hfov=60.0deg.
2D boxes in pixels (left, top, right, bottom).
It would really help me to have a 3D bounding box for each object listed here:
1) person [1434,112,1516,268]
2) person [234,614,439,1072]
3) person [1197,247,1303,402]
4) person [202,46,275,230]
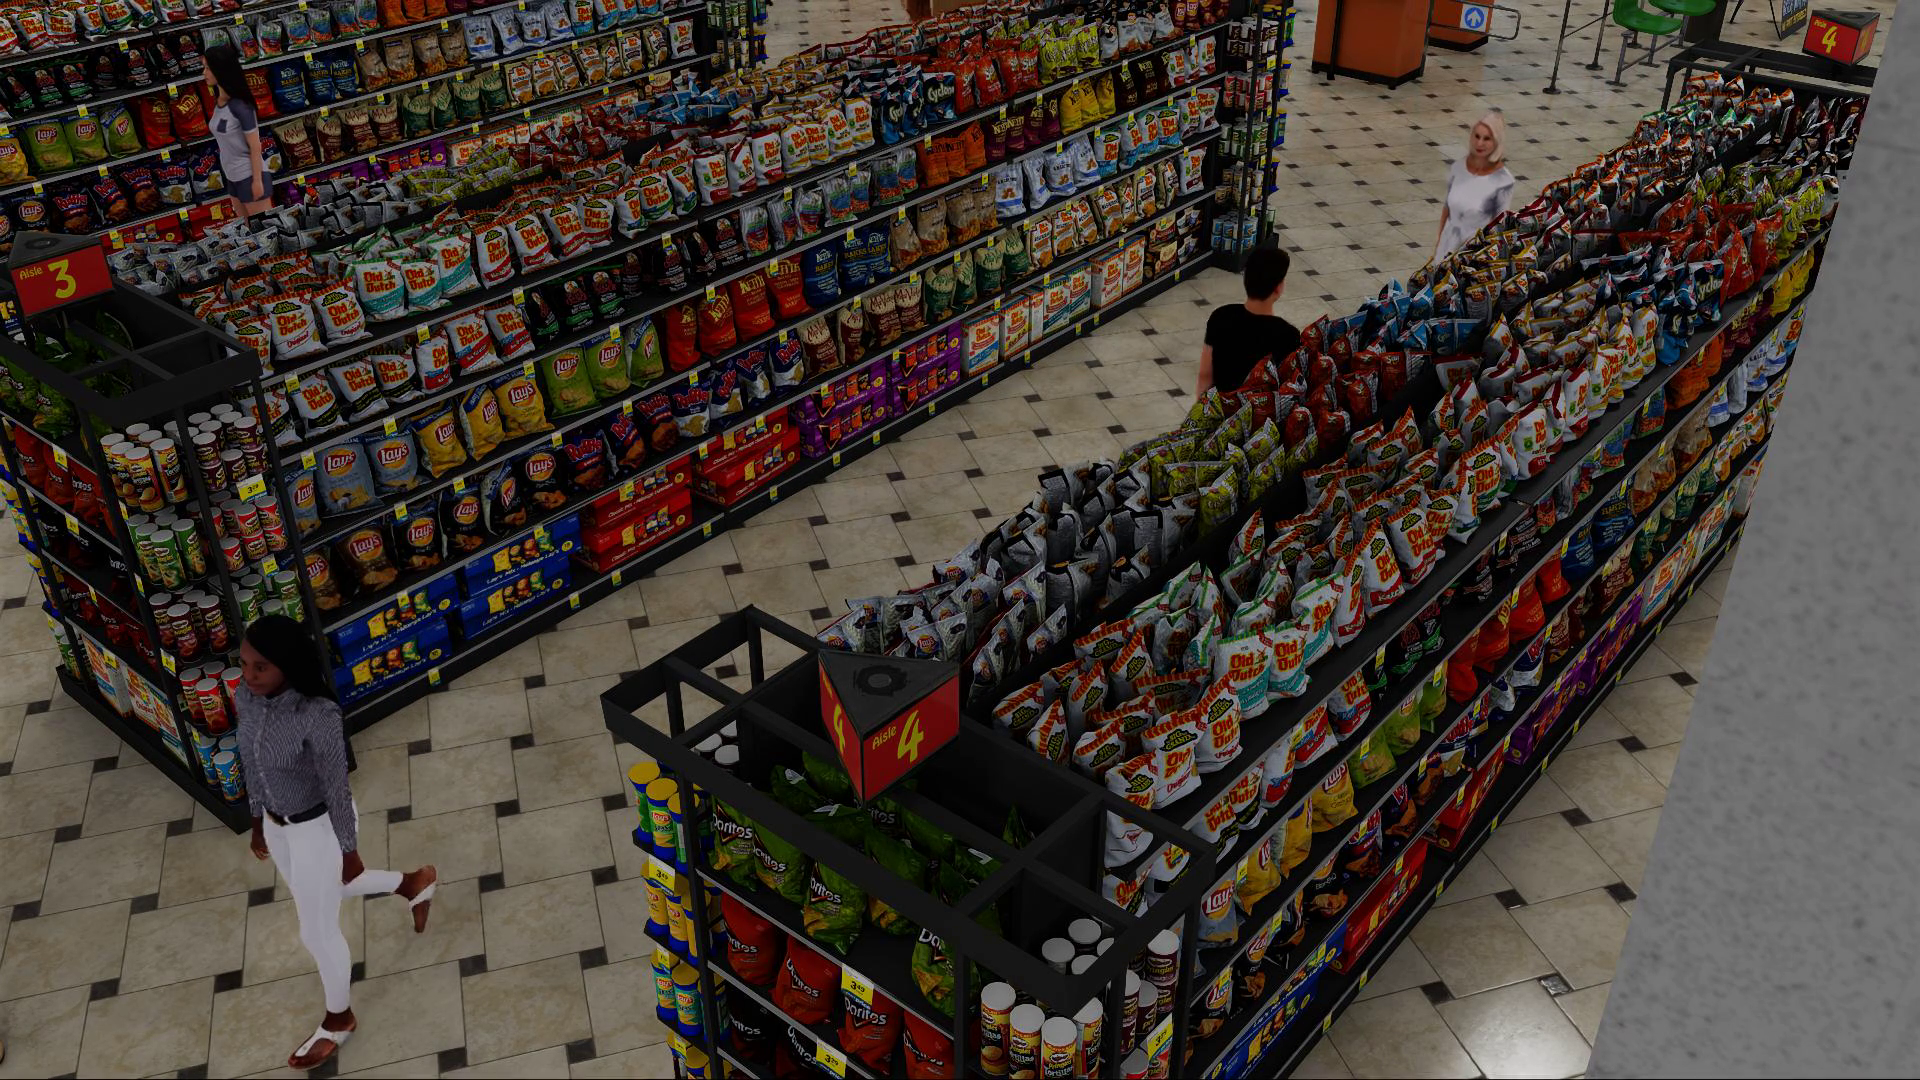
[{"bbox_3d":[2.966,-1.672,9.775,0.568,1.749,0.516,26,40,35],"label":"person"},{"bbox_3d":[-2.136,0.943,5.612,0.653,1.706,1.023,19,37,28],"label":"person"},{"bbox_3d":[1.267,-0.455,7.727,0.686,1.845,0.724,26,40,35],"label":"person"},{"bbox_3d":[-4.721,-2.411,11.001,0.605,1.706,0.534,27,41,36],"label":"person"}]
